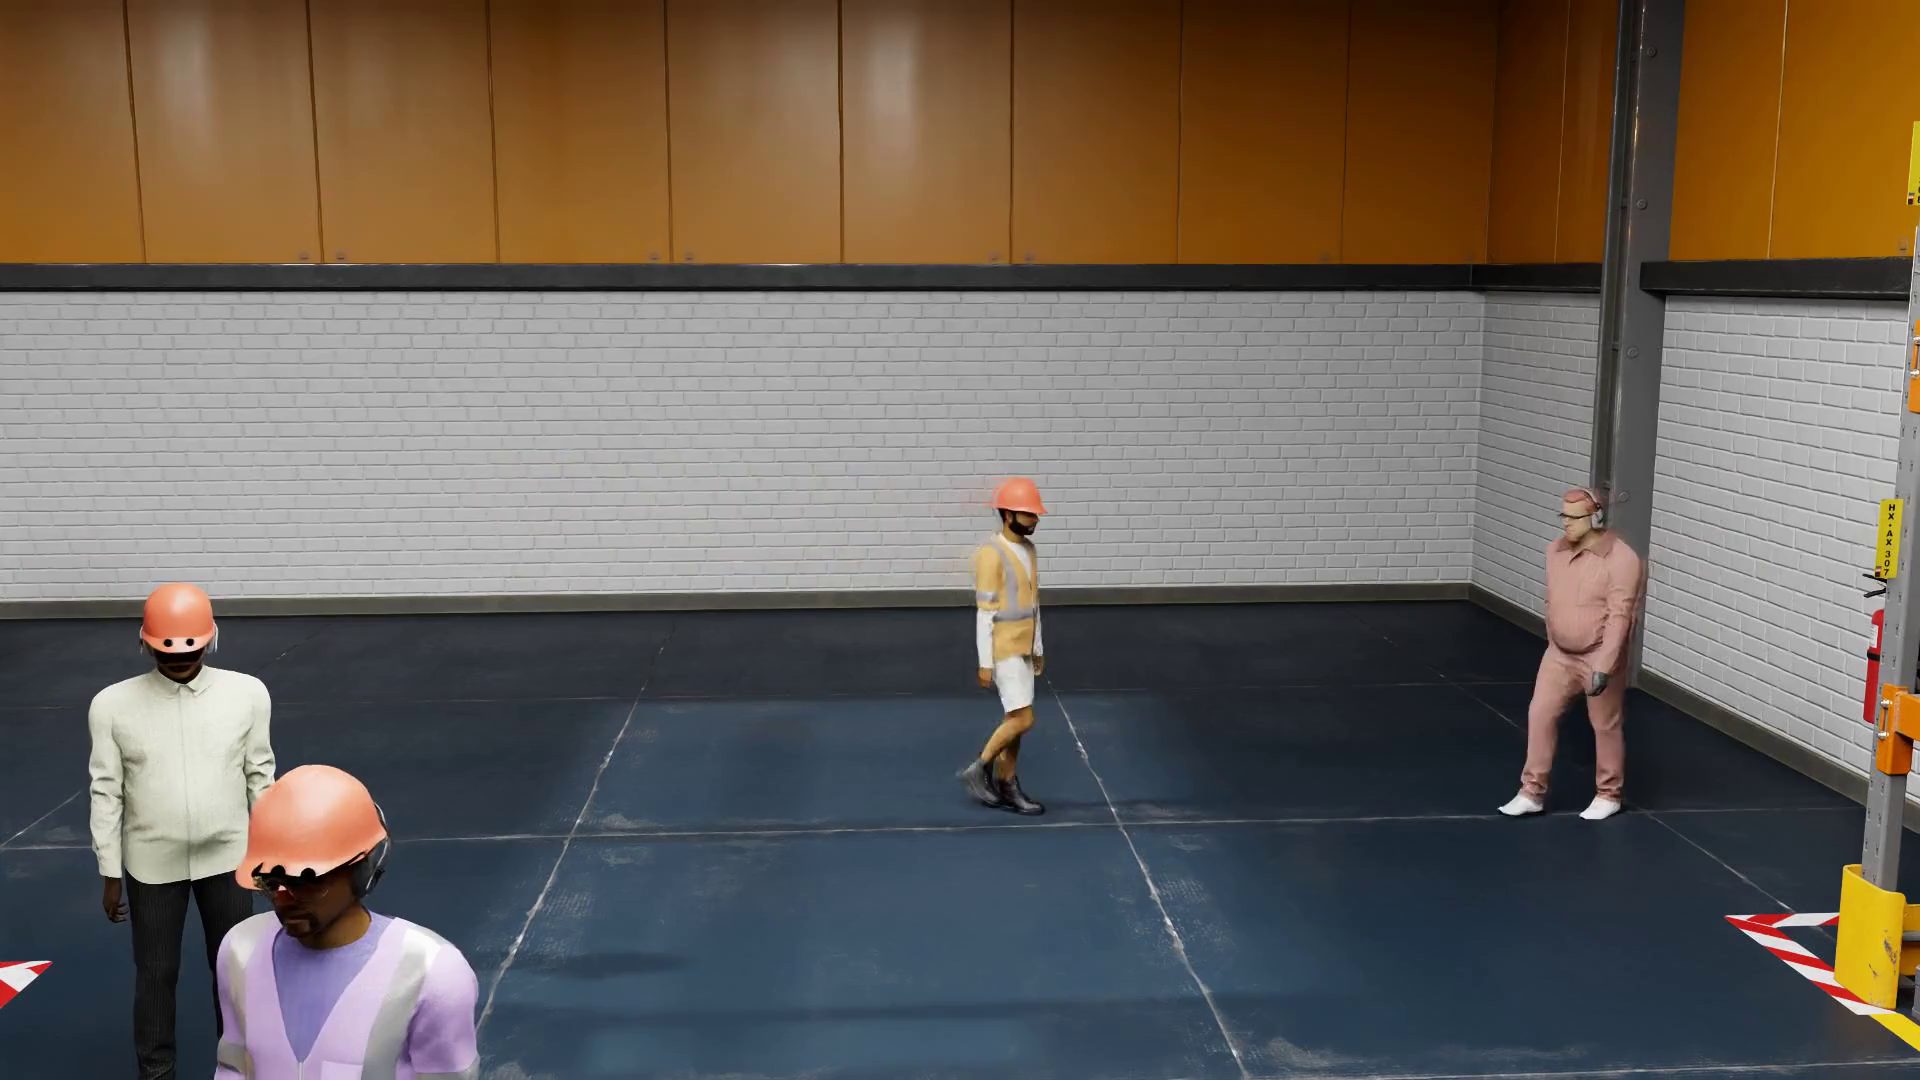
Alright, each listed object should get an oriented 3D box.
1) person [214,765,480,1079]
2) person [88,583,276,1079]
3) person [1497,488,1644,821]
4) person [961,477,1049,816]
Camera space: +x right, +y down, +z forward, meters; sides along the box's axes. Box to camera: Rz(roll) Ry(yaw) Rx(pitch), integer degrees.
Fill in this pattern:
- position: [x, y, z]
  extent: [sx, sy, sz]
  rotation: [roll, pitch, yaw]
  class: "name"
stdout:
- position: [-1.313, 1.463, 3.533]
  extent: [0.607, 2.041, 0.386]
  rotation: [2, 9, 12]
  class: "person"
- position: [-2.698, 1.122, 5.845]
  extent: [0.611, 1.985, 0.393]
  rotation: [-6, 11, -32]
  class: "person"
- position: [3.360, 0.655, 9.140]
  extent: [0.856, 1.872, 0.650]
  rotation: [-6, 11, -31]
  class: "person"
- position: [0.301, 0.604, 9.285]
  extent: [0.412, 1.923, 0.569]
  rotation: [4, 10, 26]
  class: "person"
